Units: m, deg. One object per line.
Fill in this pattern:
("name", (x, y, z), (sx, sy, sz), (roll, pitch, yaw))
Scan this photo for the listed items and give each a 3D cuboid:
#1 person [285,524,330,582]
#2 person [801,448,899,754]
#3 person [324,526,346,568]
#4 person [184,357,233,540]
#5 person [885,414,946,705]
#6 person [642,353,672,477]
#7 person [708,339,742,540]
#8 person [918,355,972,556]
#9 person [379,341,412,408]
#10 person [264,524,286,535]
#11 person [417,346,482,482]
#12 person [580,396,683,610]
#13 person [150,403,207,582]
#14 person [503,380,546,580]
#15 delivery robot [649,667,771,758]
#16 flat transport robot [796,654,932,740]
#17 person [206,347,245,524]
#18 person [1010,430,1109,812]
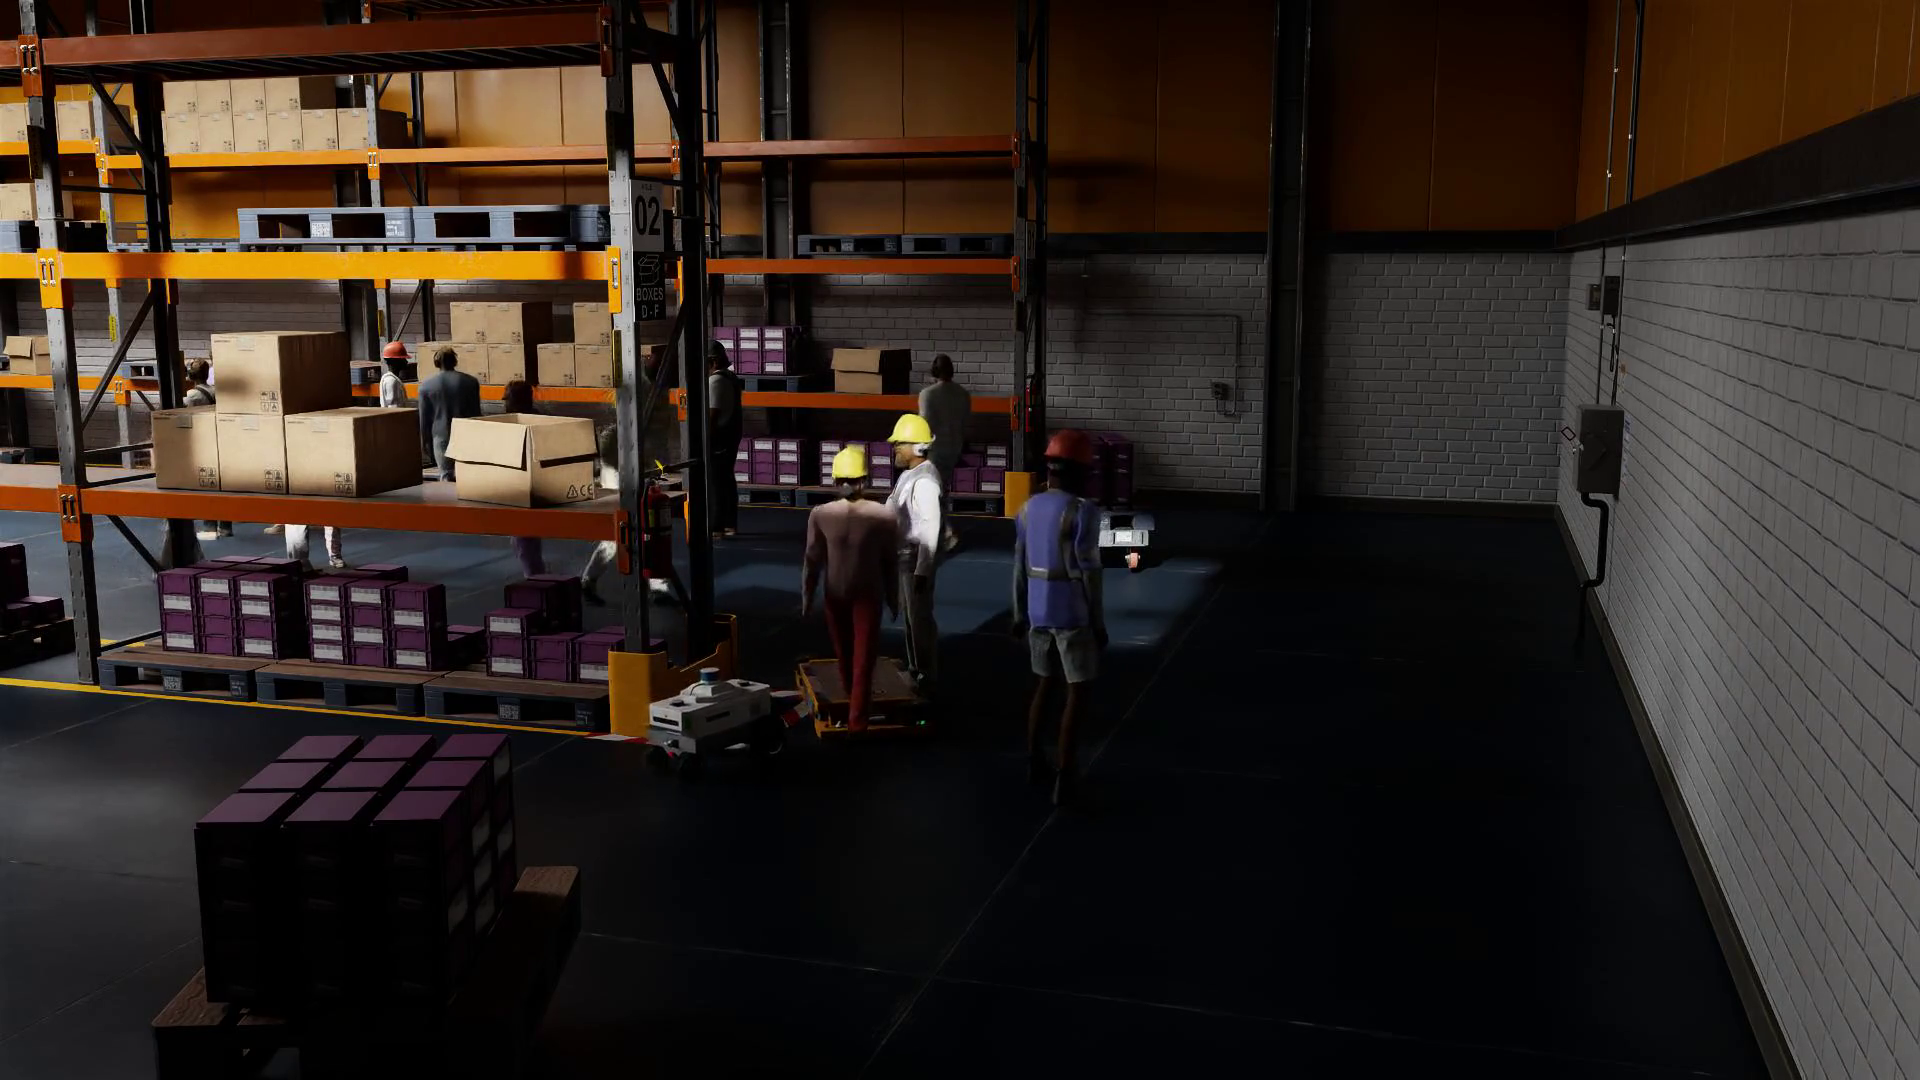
("person", (-5.769, -0.572, 14.533), (0.356, 1.882, 0.574), (-5, 11, -30))
("person", (-0.633, 0.340, 9.465), (0.538, 1.720, 0.854), (1, 9, 9))
("person", (-5.846, -0.717, 15.073), (0.625, 1.992, 0.387), (-5, 11, -28))
("person", (-7.590, -0.917, 16.749), (0.325, 1.843, 0.516), (3, 10, 15))
("person", (-0.295, 0.124, 10.437), (0.404, 1.830, 0.602), (-2, 9, -11))
("person", (-3.435, -1.154, 18.298), (0.555, 1.812, 0.650), (3, 10, 20))
("person", (-2.477, -1.029, 16.834), (0.535, 2.000, 0.689), (2, 10, 12))
("person", (-0.187, -0.804, 15.900), (0.675, 1.904, 0.867), (-8, 12, -39))
("person", (-6.114, -1.186, 18.107), (0.354, 1.939, 0.544), (-4, 10, -22))
("person", (-7.021, -0.976, 17.121), (0.429, 1.841, 0.634), (0, 9, 2))
("person", (-5.415, -1.093, 17.633), (0.645, 1.908, 0.787), (-4, 10, -23))
("person", (-2.708, -0.331, 13.350), (0.911, 1.795, 0.586), (5, 10, 27))
("person", (-6.616, -0.375, 14.200), (0.852, 1.591, 0.527), (3, 10, 16))
("person", (-3.318, -0.264, 12.641), (0.503, 1.890, 0.659), (2, 9, 10))
("delivery robot", (-1.359, 0.940, 9.066), (0.477, 0.478, 0.707), (6, 11, 34))
("flat transport robot", (-0.617, 0.937, 10.235), (0.652, 0.197, 1.431), (-2, 9, -11))
("person", (-7.912, -1.143, 17.842), (0.352, 1.937, 0.635), (-6, 11, -32))
("person", (0.523, 0.408, 8.512), (0.586, 1.904, 0.788), (-7, 12, -38))
